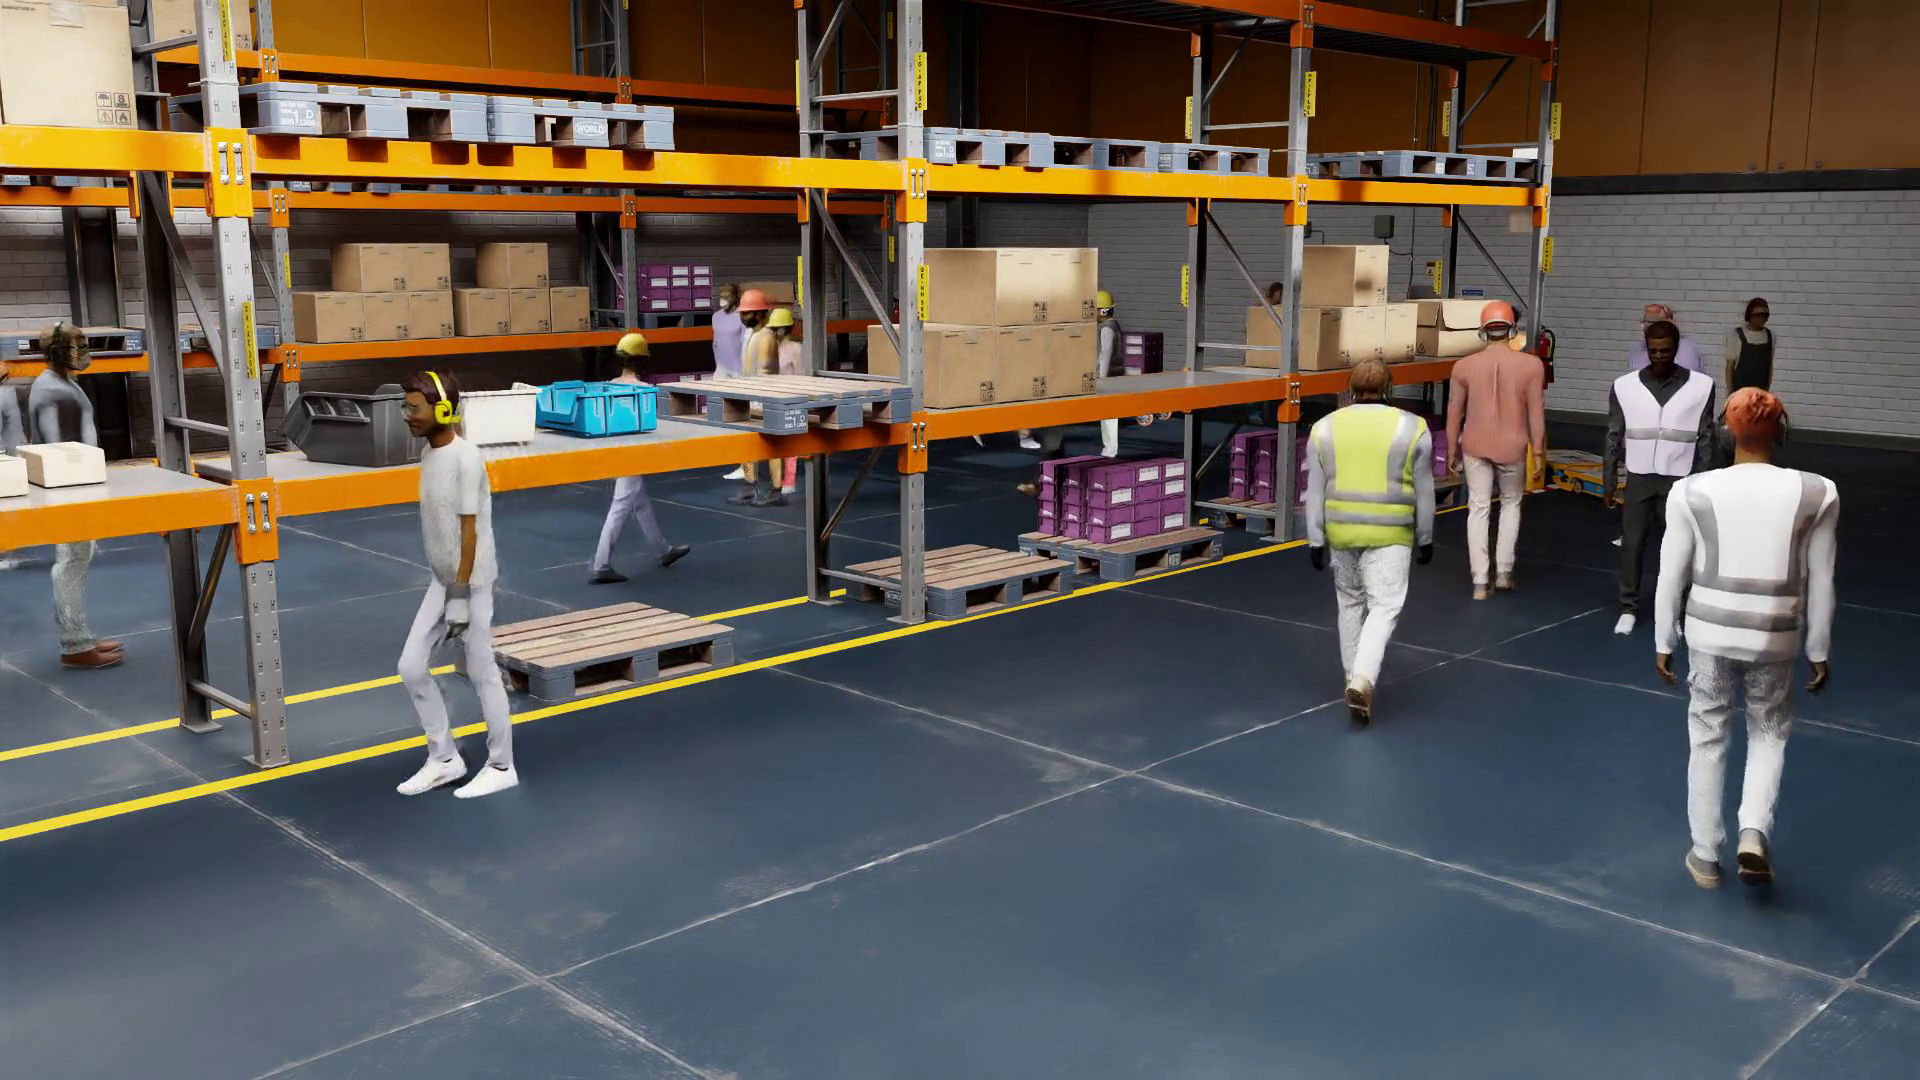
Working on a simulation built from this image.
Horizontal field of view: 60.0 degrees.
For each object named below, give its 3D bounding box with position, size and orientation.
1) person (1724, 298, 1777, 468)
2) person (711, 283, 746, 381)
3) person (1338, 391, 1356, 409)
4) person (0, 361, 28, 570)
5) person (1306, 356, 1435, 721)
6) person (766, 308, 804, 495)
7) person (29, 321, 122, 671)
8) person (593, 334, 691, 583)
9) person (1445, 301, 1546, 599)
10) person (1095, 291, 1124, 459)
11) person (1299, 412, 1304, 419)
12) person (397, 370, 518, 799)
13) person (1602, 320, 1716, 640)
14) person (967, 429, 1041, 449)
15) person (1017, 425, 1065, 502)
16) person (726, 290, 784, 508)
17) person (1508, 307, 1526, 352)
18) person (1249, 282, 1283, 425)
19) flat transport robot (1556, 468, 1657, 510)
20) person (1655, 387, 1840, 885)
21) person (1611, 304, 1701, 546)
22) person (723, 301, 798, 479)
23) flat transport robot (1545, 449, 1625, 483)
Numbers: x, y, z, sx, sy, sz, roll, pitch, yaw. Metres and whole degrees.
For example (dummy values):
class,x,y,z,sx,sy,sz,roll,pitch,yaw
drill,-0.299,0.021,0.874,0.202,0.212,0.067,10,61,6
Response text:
class,x,y,z,sx,sy,sz,roll,pitch,yaw
person,7.519,-1.375,15.769,0.516,1.809,0.846,0,10,-1
person,-2.493,-1.810,17.931,0.659,1.882,1.023,7,12,33
person,4.164,-1.681,17.245,0.667,1.888,0.648,-2,11,-13
person,-6.738,-0.563,11.907,0.732,1.598,0.528,-2,11,-10
person,2.052,-0.020,8.397,0.623,1.811,0.868,6,12,29
person,-1.521,-1.295,15.540,0.634,1.747,0.531,-7,13,-35
person,-4.951,-0.247,9.267,0.353,1.937,0.635,-5,11,-25
person,-2.259,-0.579,11.695,0.918,1.720,0.543,-9,14,-40
person,3.588,-0.608,11.161,0.649,1.963,0.700,4,11,21
person,1.527,-1.707,17.564,0.405,1.824,0.585,1,10,6
person,4.435,-2.460,21.995,0.320,1.698,0.531,3,11,18
person,-2.166,0.215,7.021,0.539,1.849,0.617,10,14,43
person,4.193,-0.367,10.015,0.616,1.904,0.404,4,11,23
person,0.499,-1.940,18.695,0.876,1.879,0.650,-5,12,-26
person,0.752,-1.378,15.156,0.704,2.000,1.020,10,14,42
person,-1.856,-1.223,14.634,0.649,1.919,0.570,-4,11,-19
person,5.824,-1.663,17.773,0.536,1.649,0.851,2,11,11
person,3.943,-2.375,21.215,0.689,1.813,0.466,-8,13,-38
flat transport robot,6.063,-0.478,15.078,0.652,0.197,1.431,-2,11,-8
person,2.846,0.376,6.070,0.598,1.865,0.461,4,11,20
person,5.388,-0.877,12.852,0.552,1.888,0.660,-5,12,-27
person,-1.968,-1.509,16.444,0.727,1.832,0.529,-3,11,-16
flat transport robot,6.013,-0.736,16.488,0.652,0.197,1.431,-1,10,-5
